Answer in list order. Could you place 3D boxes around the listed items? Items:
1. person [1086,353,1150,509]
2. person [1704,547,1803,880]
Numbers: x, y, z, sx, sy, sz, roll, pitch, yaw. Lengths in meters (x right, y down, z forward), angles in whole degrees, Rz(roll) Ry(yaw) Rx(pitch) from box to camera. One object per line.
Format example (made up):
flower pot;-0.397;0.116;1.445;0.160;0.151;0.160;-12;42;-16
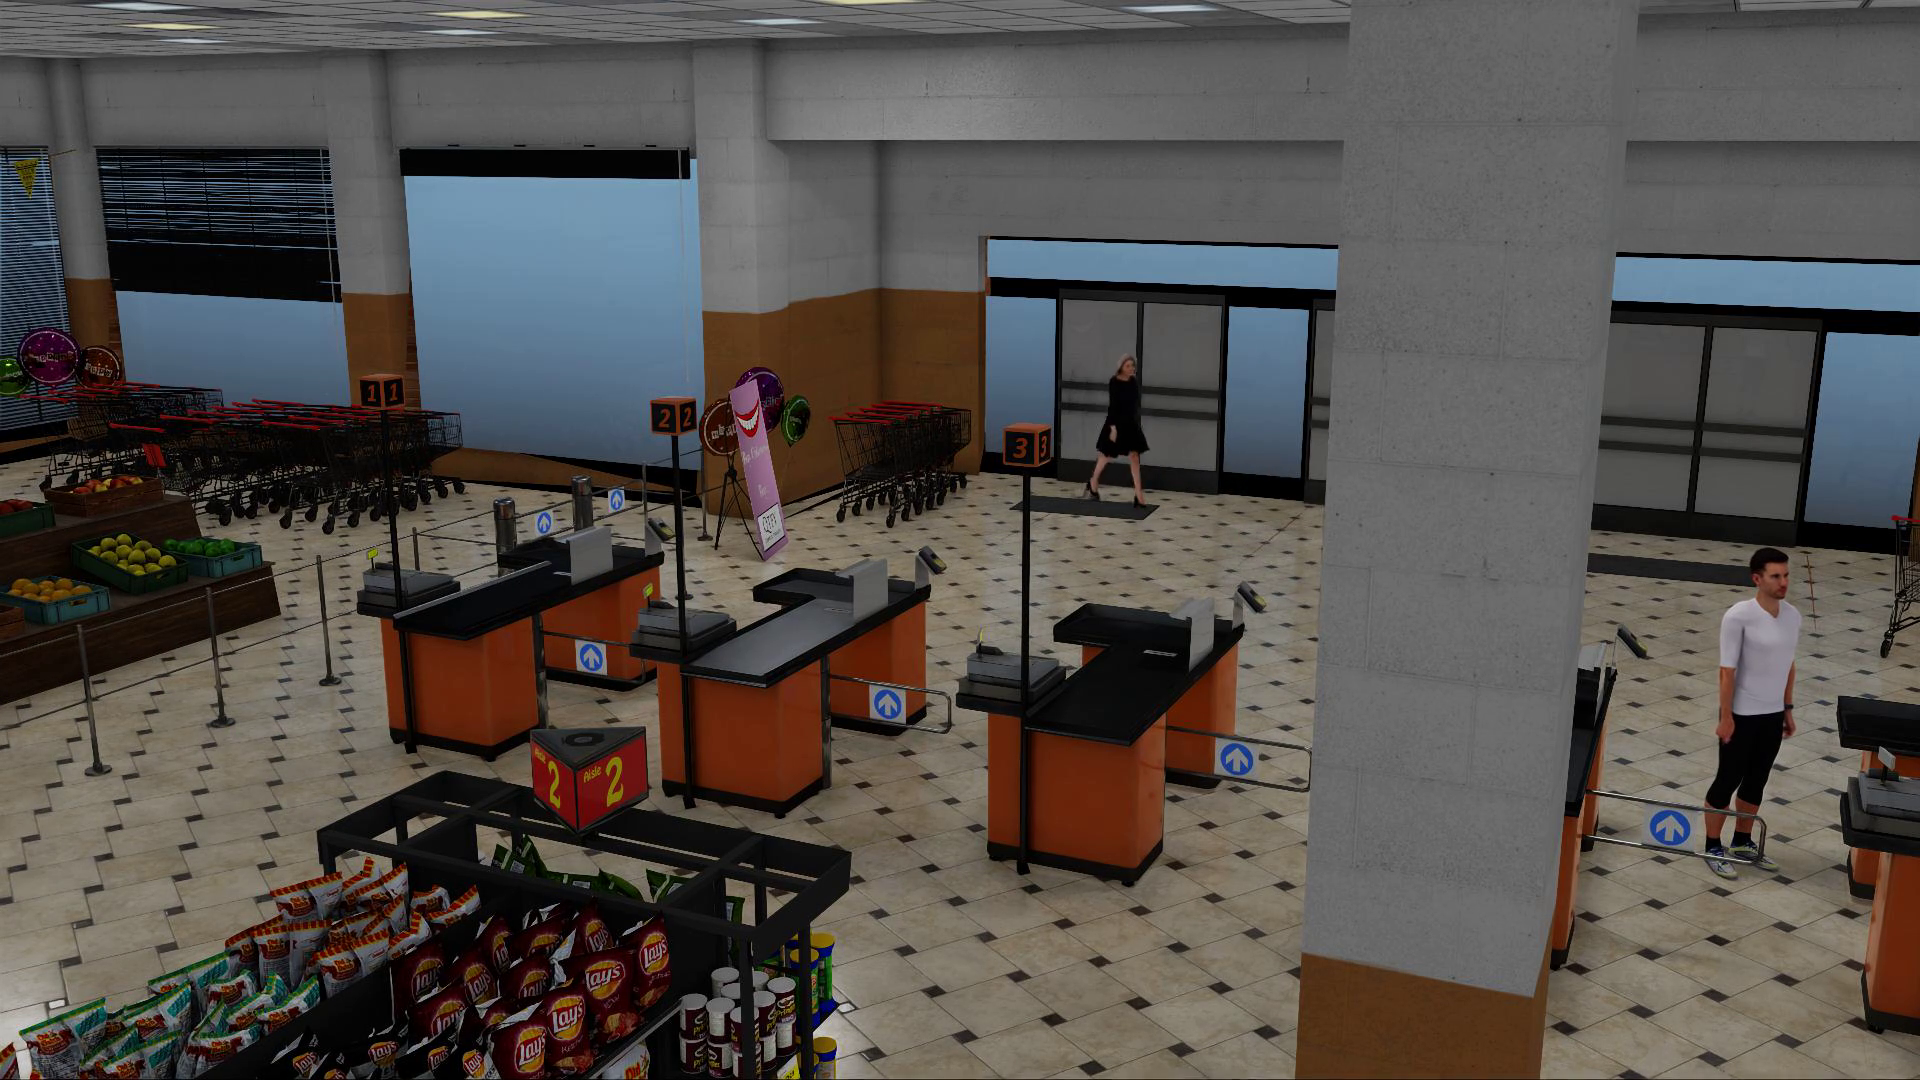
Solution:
person;1.723;-1.206;18.478;1.216;1.694;1.070;-11;18;-39
person;4.424;0.942;9.291;0.754;1.851;0.802;-4;14;-16
